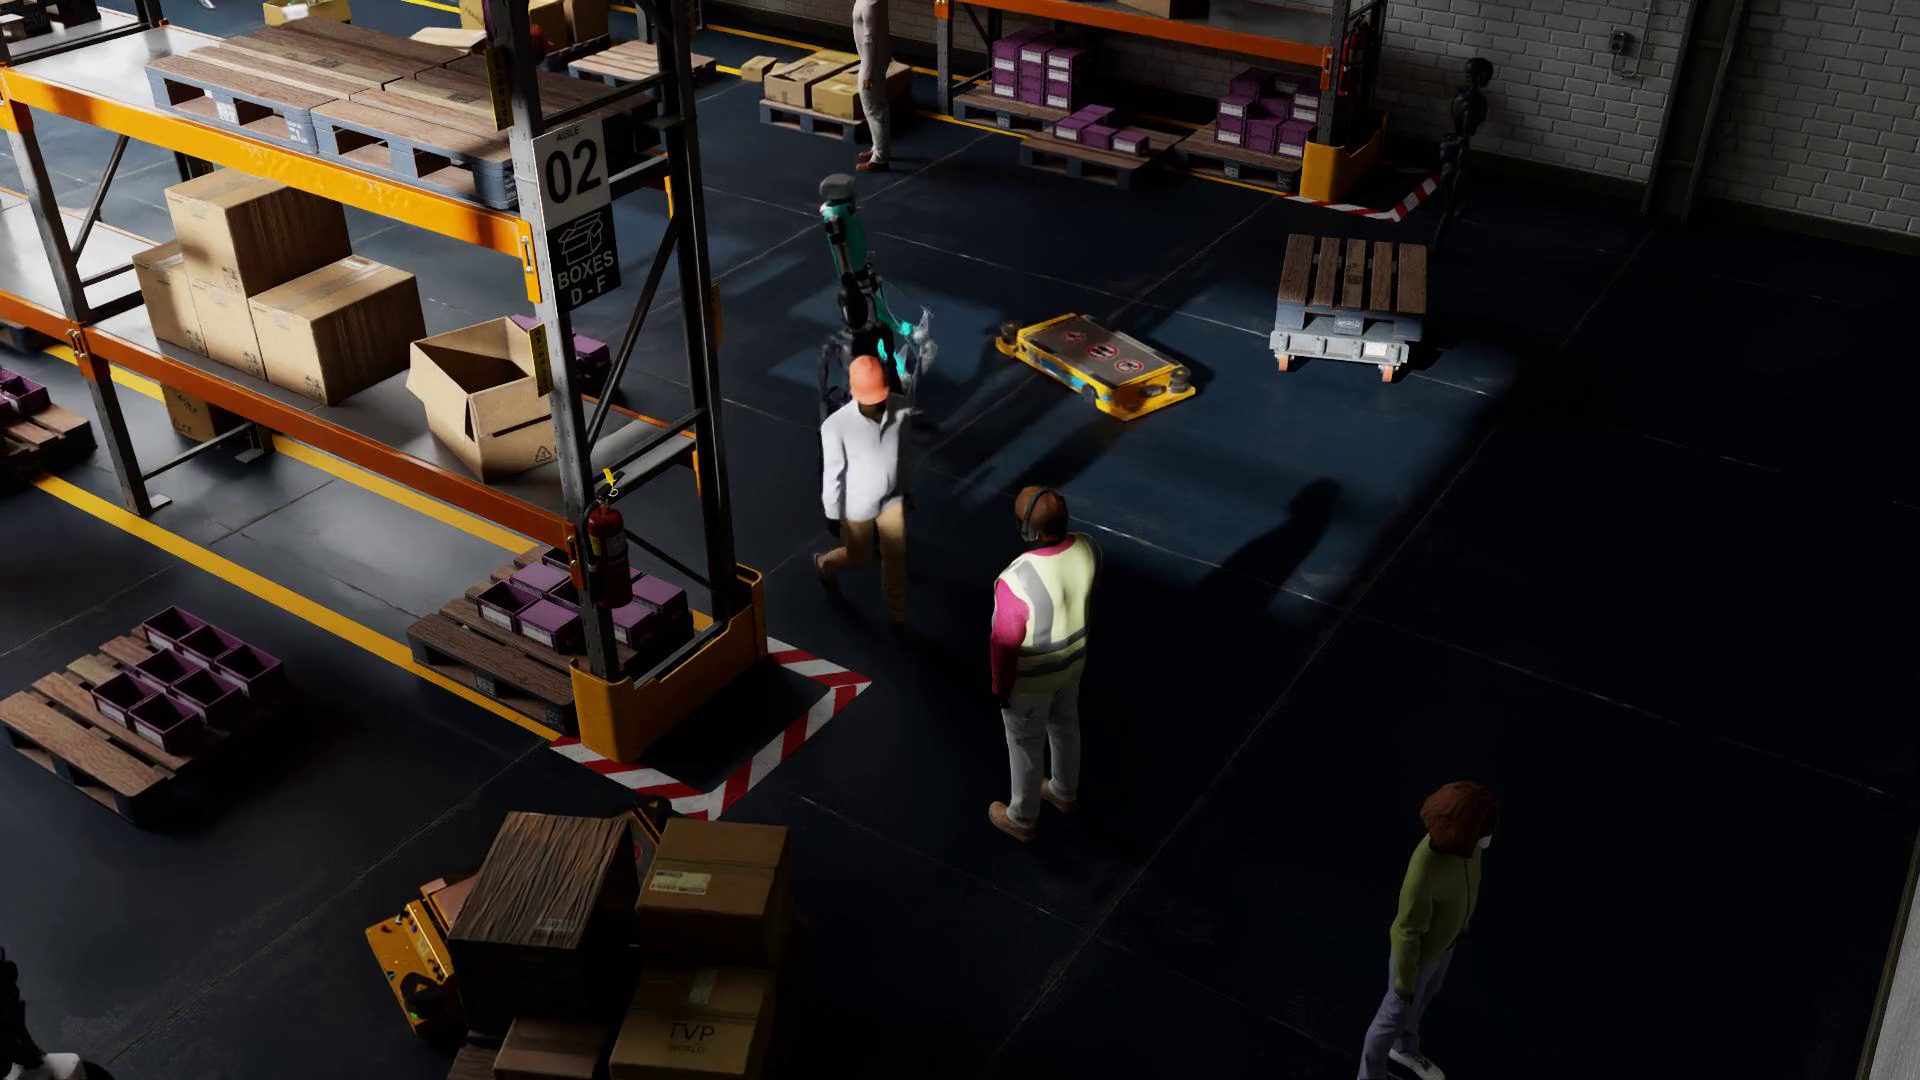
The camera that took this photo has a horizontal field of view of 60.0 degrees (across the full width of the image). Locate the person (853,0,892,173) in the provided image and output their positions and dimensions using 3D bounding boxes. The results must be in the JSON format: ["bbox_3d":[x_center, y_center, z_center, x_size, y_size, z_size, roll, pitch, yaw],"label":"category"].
[{"bbox_3d":[-0.791,-4.265,14.913,0.369,1.932,0.633,0,33,1],"label":"person"}]

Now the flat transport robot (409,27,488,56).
[{"bbox_3d":[-4.936,-3.910,15.882,1.431,0.231,0.659,6,34,9],"label":"flat transport robot"}]

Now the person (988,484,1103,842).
[{"bbox_3d":[0.361,0.563,7.580,0.432,1.836,0.617,27,41,34],"label":"person"}]

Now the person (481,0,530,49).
[{"bbox_3d":[-4.055,-4.374,15.069,0.481,1.944,0.432,12,35,18],"label":"person"}]

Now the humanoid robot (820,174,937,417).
[{"bbox_3d":[-0.467,-1.519,10.857,0.821,1.753,0.546,2,33,3],"label":"humanoid robot"}]

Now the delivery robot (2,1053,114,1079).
[{"bbox_3d":[-3.659,2.155,6.299,0.766,0.594,0.529,-1,33,-1],"label":"delivery robot"}]

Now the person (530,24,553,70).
[{"bbox_3d":[-3.511,-3.408,13.780,0.858,1.716,0.569,-16,36,-23],"label":"person"}]

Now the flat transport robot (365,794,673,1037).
[{"bbox_3d":[-1.829,1.625,7.376,1.431,0.231,0.659,-20,38,-28],"label":"flat transport robot"}]

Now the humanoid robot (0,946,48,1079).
[{"bbox_3d":[-3.508,1.710,5.956,0.462,1.644,0.603,-11,35,-17],"label":"humanoid robot"}]

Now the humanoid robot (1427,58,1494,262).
[{"bbox_3d":[3.964,-3.010,13.206,0.355,1.640,0.609,8,34,12],"label":"humanoid robot"}]

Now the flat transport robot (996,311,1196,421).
[{"bbox_3d":[0.946,-1.273,11.829,0.659,0.231,1.431,-22,39,-30],"label":"flat transport robot"}]

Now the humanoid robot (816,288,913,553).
[{"bbox_3d":[-0.528,-0.710,9.704,0.609,1.631,0.757,-23,40,-31],"label":"humanoid robot"}]

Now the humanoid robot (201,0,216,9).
[{"bbox_3d":[-8.988,-7.060,19.482,0.554,1.900,0.739,-28,42,-36],"label":"humanoid robot"}]

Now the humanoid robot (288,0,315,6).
[{"bbox_3d":[-7.177,-6.138,17.971,0.581,1.766,0.797,-14,35,-20],"label":"humanoid robot"}]

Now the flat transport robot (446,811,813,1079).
[{"bbox_3d":[-1.275,2.094,6.655,0.659,0.231,1.431,4,33,6],"label":"flat transport robot"}]

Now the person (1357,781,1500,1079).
[{"bbox_3d":[1.770,1.531,6.275,0.281,1.624,0.492,25,40,33],"label":"person"}]

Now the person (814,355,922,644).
[{"bbox_3d":[-0.524,-0.268,8.957,0.563,1.721,0.707,-25,40,-33],"label":"person"}]

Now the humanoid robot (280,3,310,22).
[{"bbox_3d":[-5.602,-3.774,14.350,0.541,1.785,0.883,-18,37,-26],"label":"humanoid robot"}]
